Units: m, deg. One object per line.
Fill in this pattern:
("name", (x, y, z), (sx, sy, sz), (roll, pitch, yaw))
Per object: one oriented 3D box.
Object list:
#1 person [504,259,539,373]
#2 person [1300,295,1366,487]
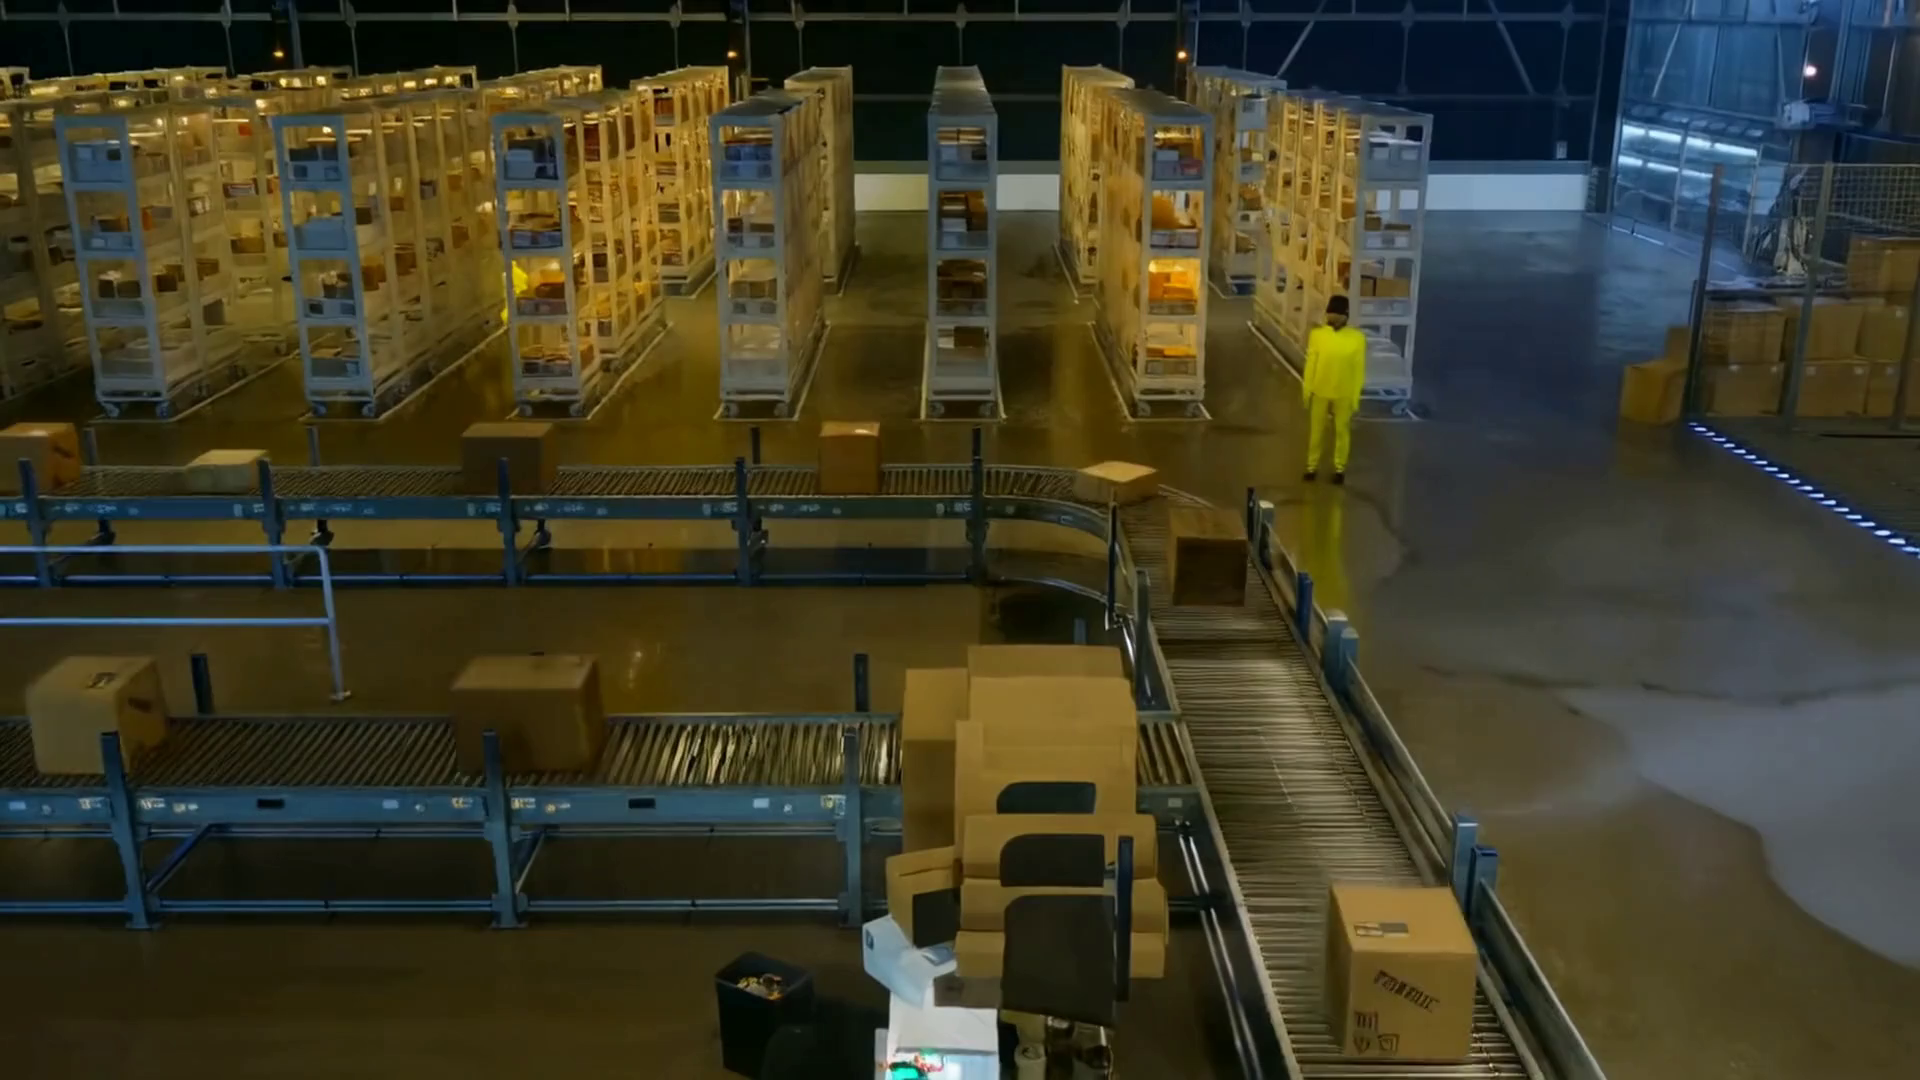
("person", (-5.667, -2.959, 21.792), (0.404, 1.829, 0.591), (10, 20, 28))
("person", (3.843, -1.538, 17.150), (0.611, 1.996, 0.378), (9, 20, 26))
